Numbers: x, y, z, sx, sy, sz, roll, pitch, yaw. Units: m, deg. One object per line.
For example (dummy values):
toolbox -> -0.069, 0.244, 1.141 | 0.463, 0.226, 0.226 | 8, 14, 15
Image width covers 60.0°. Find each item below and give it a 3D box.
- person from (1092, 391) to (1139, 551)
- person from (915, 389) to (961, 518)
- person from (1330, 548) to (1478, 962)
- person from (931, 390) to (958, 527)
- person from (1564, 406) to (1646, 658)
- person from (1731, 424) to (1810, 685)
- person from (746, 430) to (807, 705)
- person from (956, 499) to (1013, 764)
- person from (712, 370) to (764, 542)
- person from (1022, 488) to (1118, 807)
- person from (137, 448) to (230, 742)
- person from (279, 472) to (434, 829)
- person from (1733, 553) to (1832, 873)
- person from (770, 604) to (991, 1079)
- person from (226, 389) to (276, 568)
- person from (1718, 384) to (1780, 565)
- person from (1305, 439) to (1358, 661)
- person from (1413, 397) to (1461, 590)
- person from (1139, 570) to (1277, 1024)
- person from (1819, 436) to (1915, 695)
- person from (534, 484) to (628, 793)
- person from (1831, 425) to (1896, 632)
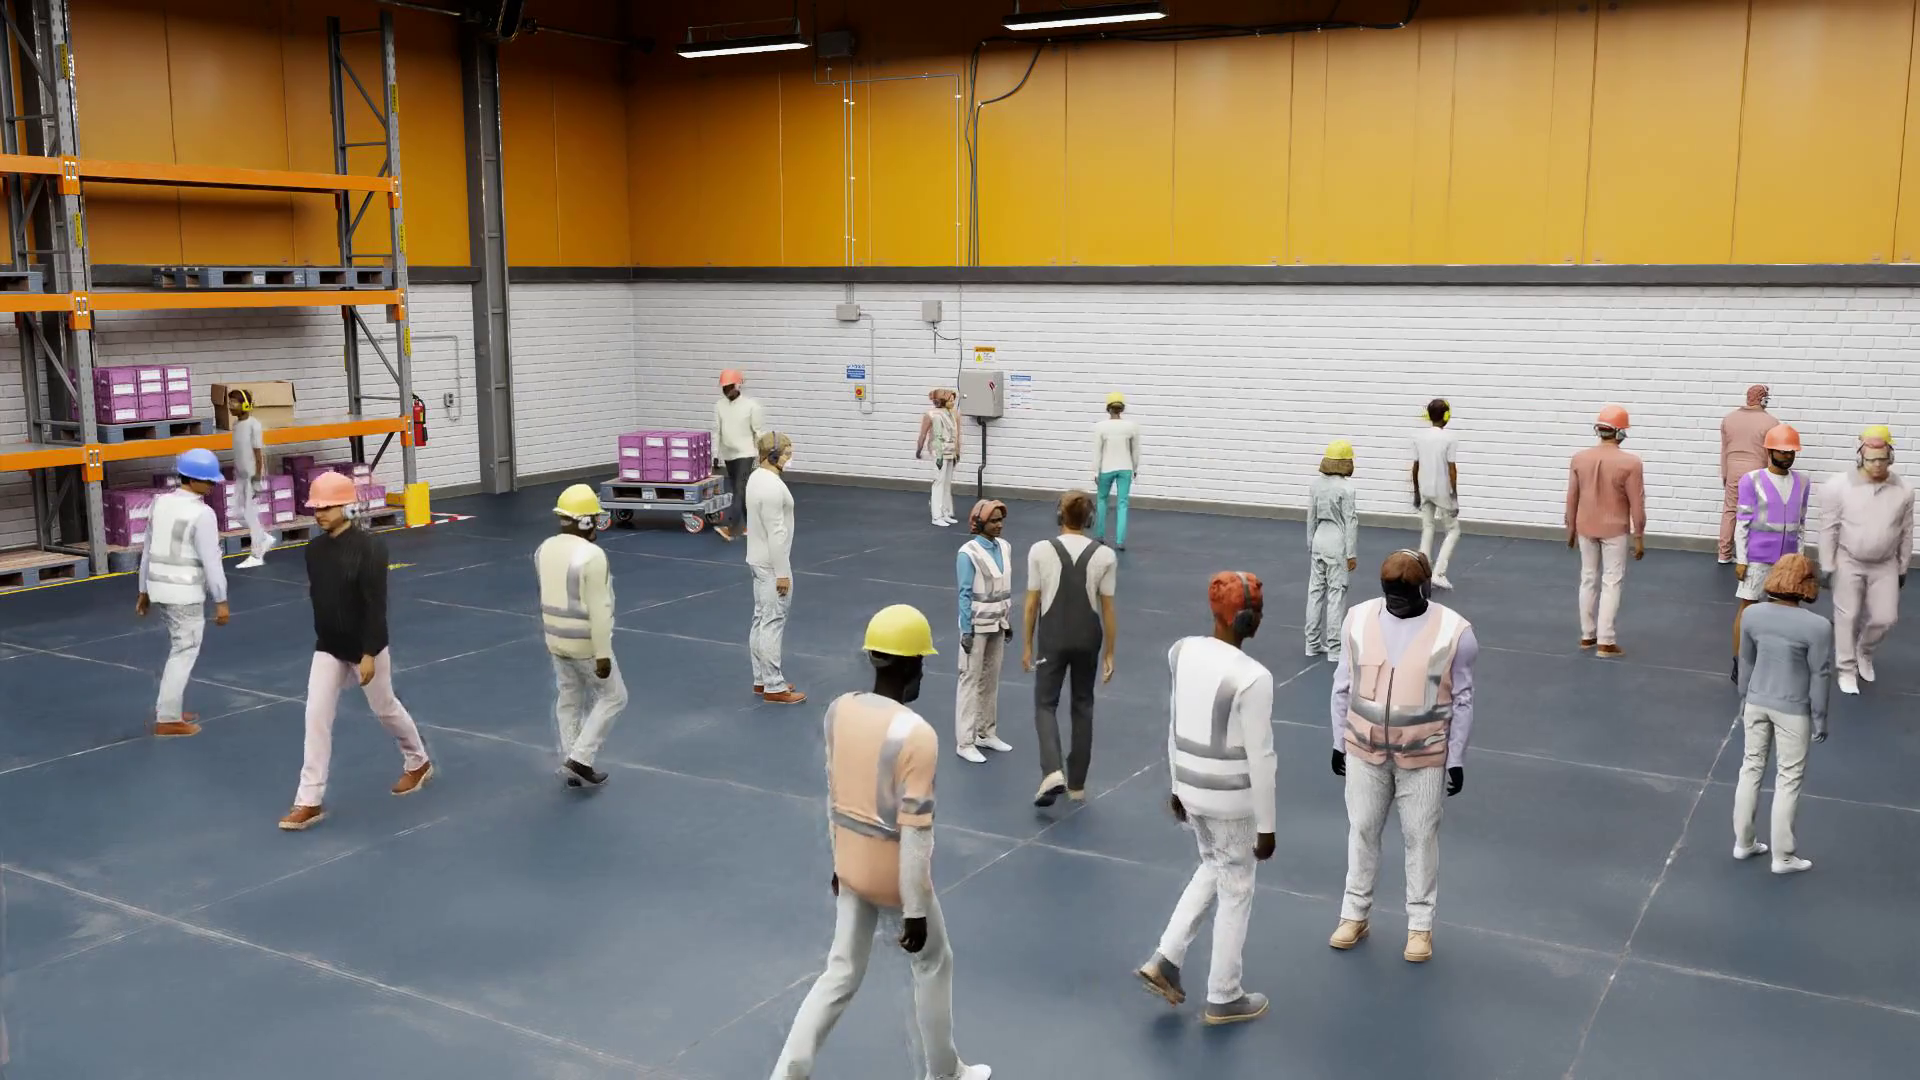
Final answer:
person -> 1.707, -0.775, 18.418 | 0.535, 1.741, 0.755 | 0, 9, -2
person -> -0.258, -1.089, 20.811 | 0.508, 1.592, 0.831 | -6, 11, -35
person -> 1.940, 0.943, 7.381 | 0.621, 1.837, 0.428 | 5, 10, 27
person -> -0.183, -0.988, 20.038 | 0.311, 1.639, 0.521 | 3, 10, 19
person -> 5.153, -0.069, 13.279 | 0.660, 1.991, 0.641 | -8, 12, -40
person -> 5.960, 0.117, 12.205 | 0.542, 1.939, 0.364 | -1, 9, -6
person -> -1.319, 0.193, 11.741 | 0.373, 1.938, 0.630 | -3, 10, -19
person -> 0.156, 0.556, 10.400 | 0.312, 1.639, 0.518 | 6, 11, 34
person -> -2.589, -0.957, 18.919 | 0.626, 1.933, 1.015 | 5, 10, 27
person -> 0.628, 0.629, 9.405 | 0.541, 1.819, 0.614 | 0, 9, -2
person -> -5.051, 0.354, 10.833 | 0.632, 1.900, 0.582 | 7, 11, 37
person -> -3.408, 0.575, 9.357 | 0.609, 1.951, 1.047 | 3, 10, 20
person -> 4.184, 0.872, 8.475 | 0.276, 1.626, 0.496 | -5, 10, -28
person -> -0.321, 1.164, 5.878 | 0.949, 1.883, 0.588 | -8, 12, -42
person -> -7.344, -0.637, 17.192 | 0.514, 1.858, 0.436 | 7, 11, 35
person -> 8.162, -0.656, 17.162 | 0.404, 1.900, 0.637 | -6, 11, -34
person -> 2.942, 0.075, 13.079 | 0.323, 1.742, 0.492 | -5, 11, -31
person -> 4.555, -0.427, 15.850 | 0.420, 1.855, 0.570 | -8, 12, -39
person -> 1.036, 1.041, 6.666 | 0.463, 1.865, 0.598 | -5, 10, -29
person -> 6.545, 0.177, 12.036 | 0.645, 1.880, 0.460 | 2, 9, 11
person -> -2.199, 0.583, 9.665 | 0.621, 1.817, 0.427 | 7, 12, 39
person -> 7.699, -0.100, 14.140 | 0.344, 1.758, 0.520 | 1, 9, 8
